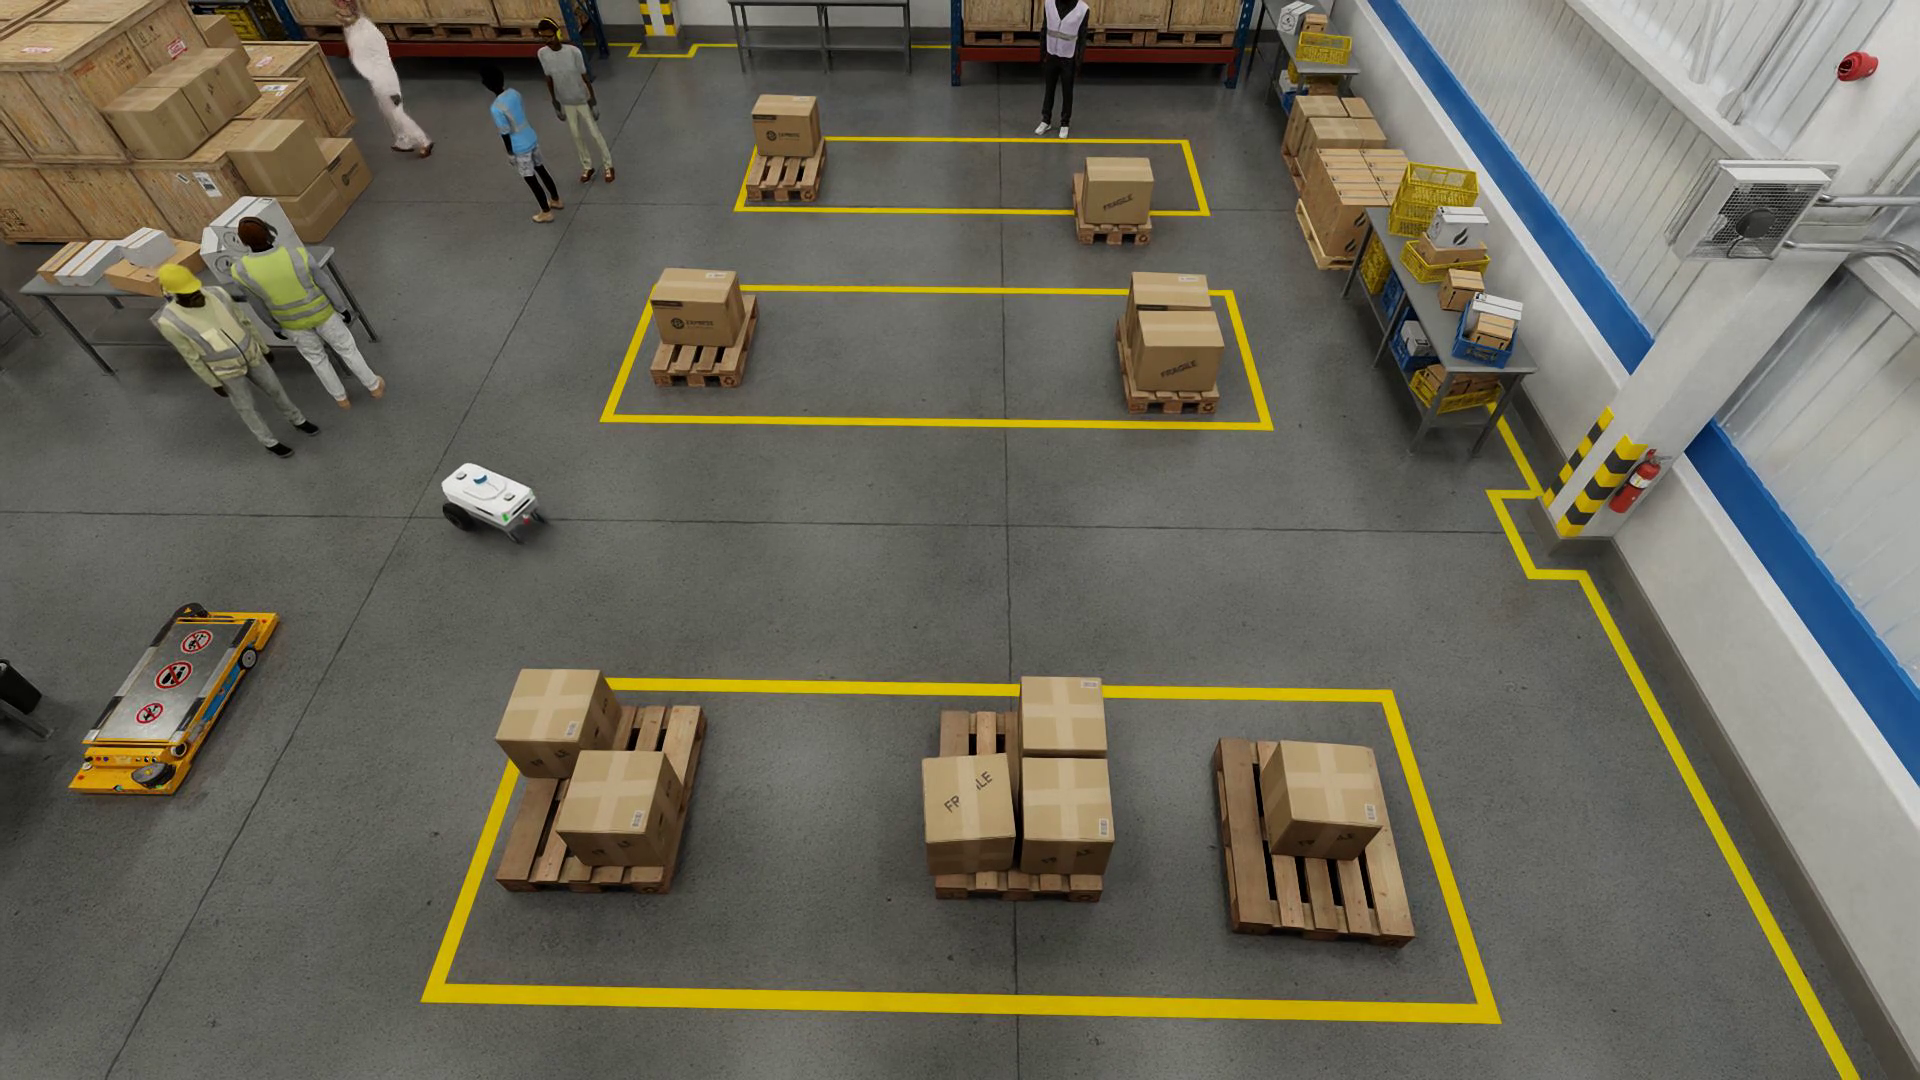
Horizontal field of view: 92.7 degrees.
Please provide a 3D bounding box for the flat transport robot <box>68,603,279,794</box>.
[{"bbox_3d":[-5.504,1.072,6.442,0.652,0.197,1.431,1,50,1],"label":"flat transport robot"}]

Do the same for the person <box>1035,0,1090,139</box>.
[{"bbox_3d":[1.261,-5.998,11.353,0.590,1.919,0.392,19,52,15],"label":"person"}]

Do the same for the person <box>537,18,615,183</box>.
[{"bbox_3d":[-4.440,-5.034,10.582,0.517,1.864,0.354,-1,50,-1],"label":"person"}]

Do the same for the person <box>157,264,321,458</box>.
[{"bbox_3d":[-6.000,-1.481,7.595,0.403,1.823,0.595,18,52,15],"label":"person"}]

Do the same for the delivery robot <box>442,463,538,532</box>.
[{"bbox_3d":[-3.800,-0.361,7.410,0.707,0.478,0.477,21,53,17],"label":"delivery robot"}]

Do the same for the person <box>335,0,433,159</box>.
[{"bbox_3d":[-6.961,-5.517,10.987,0.817,1.882,0.436,35,58,26],"label":"person"}]

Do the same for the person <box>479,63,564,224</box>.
[{"bbox_3d":[-4.841,-4.360,10.118,0.325,1.688,0.538,5,50,4],"label":"person"}]

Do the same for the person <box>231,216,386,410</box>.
[{"bbox_3d":[-5.680,-1.953,7.980,0.636,1.842,0.429,-24,54,-19],"label":"person"}]
